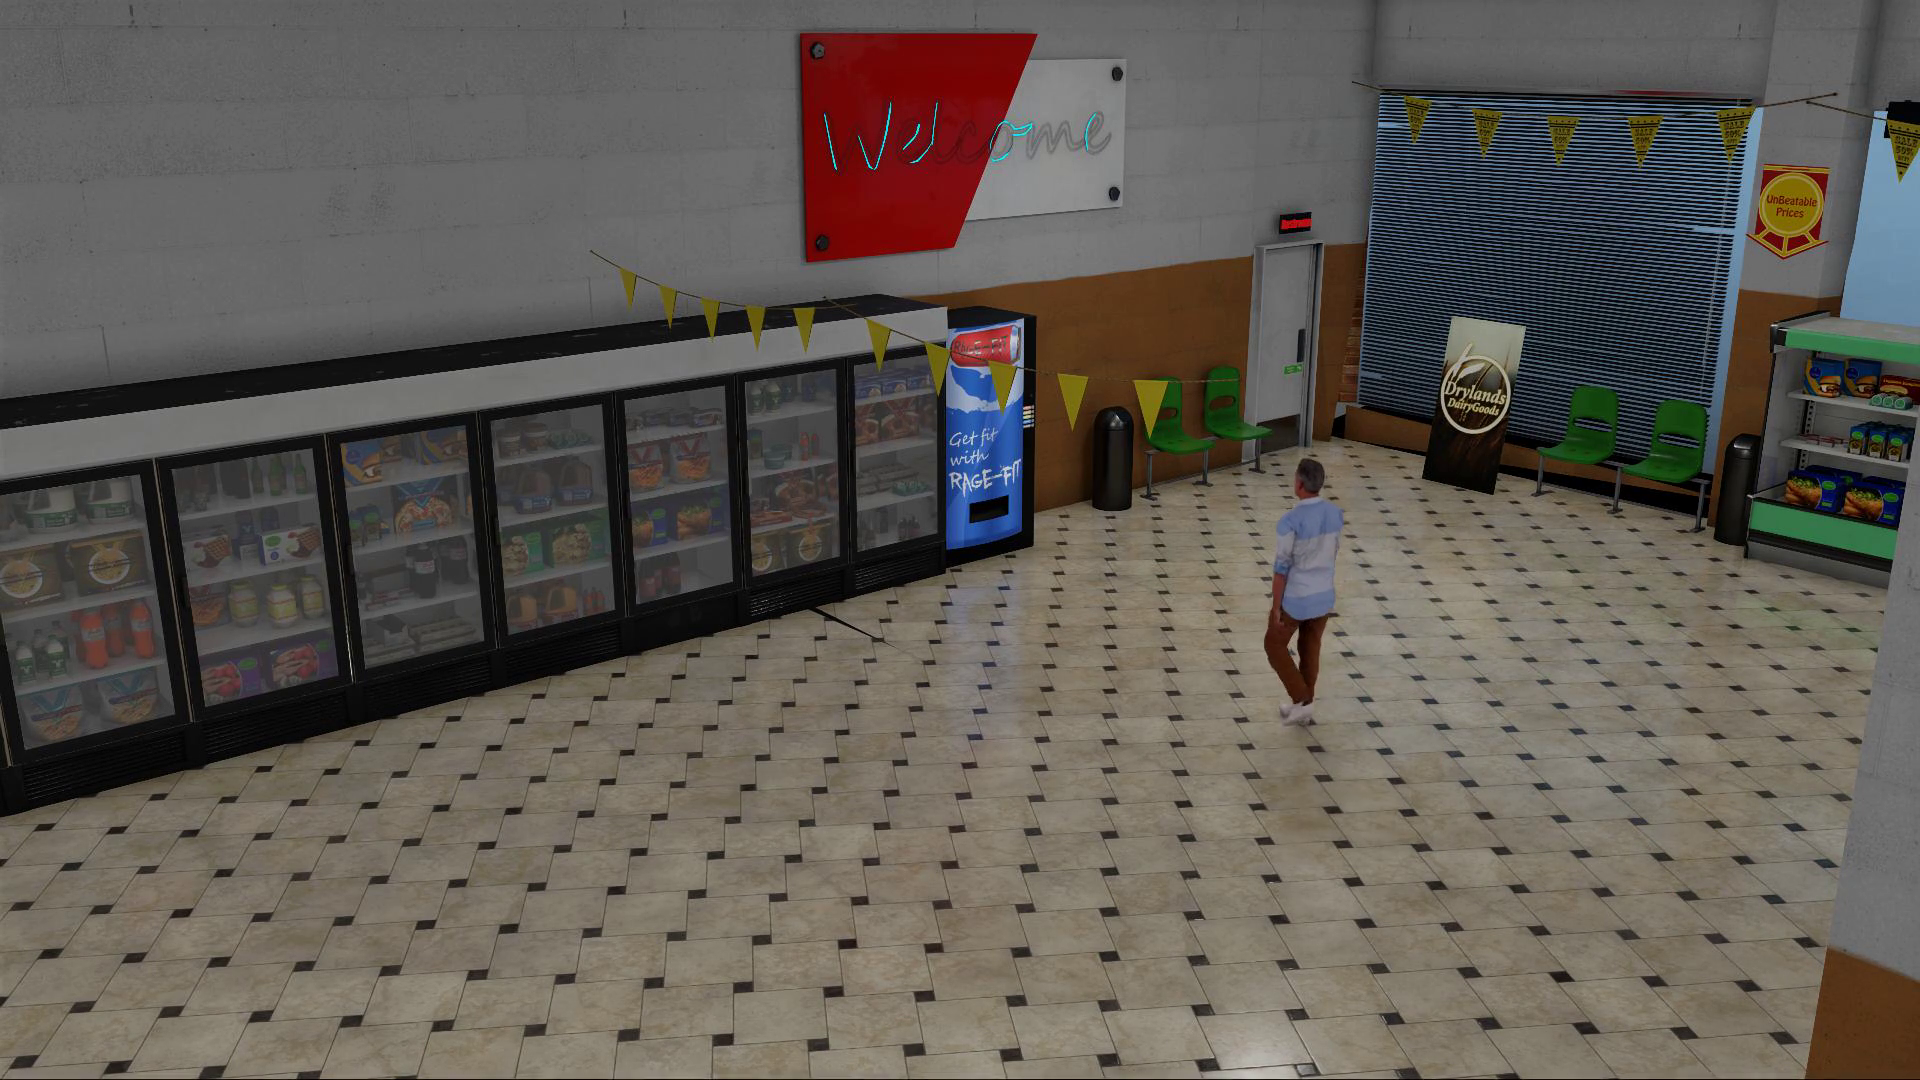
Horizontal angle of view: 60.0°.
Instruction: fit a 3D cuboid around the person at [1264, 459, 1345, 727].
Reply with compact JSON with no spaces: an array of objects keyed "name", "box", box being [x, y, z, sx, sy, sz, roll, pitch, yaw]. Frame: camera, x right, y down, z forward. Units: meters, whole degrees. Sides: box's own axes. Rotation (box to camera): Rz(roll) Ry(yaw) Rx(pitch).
[{"name":"person","box":[2.286,0.388,10.813,0.792,1.814,0.848,-8,19,-24]}]
